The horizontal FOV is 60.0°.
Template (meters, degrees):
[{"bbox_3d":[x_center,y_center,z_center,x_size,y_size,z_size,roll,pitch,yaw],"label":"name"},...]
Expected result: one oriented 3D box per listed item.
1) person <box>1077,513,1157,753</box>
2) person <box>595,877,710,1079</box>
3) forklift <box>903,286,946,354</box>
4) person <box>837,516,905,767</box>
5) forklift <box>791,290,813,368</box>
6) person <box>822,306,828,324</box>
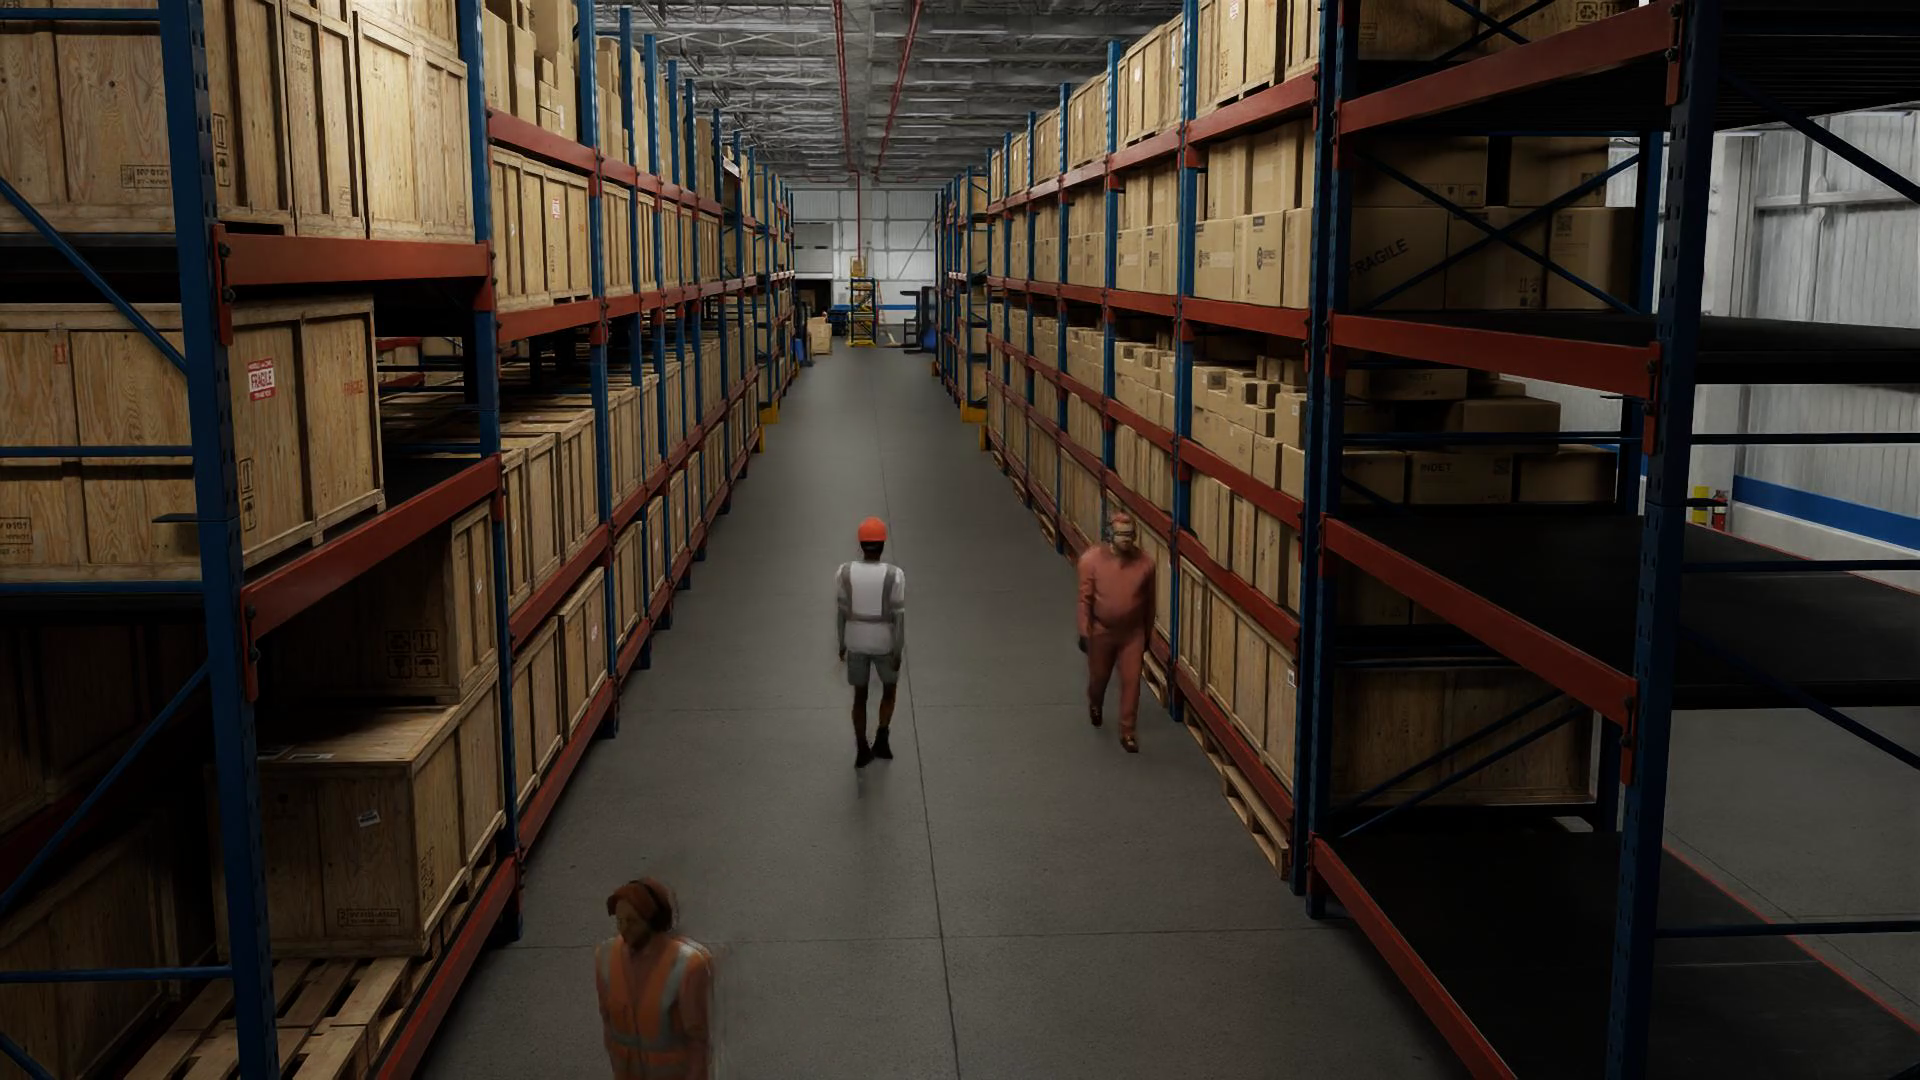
[{"bbox_3d":[1.249,0.695,13.287,0.642,1.881,0.767,0,10,-2],"label":"person"},{"bbox_3d":[-1.141,2.032,6.180,0.530,1.591,0.875,4,10,21],"label":"person"},{"bbox_3d":[-1.429,-9.137,69.048,1.873,2.768,1.129,-1,10,-3],"label":"forklift"},{"bbox_3d":[-0.677,0.778,12.694,0.555,1.921,0.416,2,10,9],"label":"person"},{"bbox_3d":[-6.124,-7.576,59.722,1.129,2.768,1.873,3,10,15],"label":"forklift"},{"bbox_3d":[-6.597,-10.583,81.239,0.322,1.689,0.530,-4,10,-22],"label":"person"}]
